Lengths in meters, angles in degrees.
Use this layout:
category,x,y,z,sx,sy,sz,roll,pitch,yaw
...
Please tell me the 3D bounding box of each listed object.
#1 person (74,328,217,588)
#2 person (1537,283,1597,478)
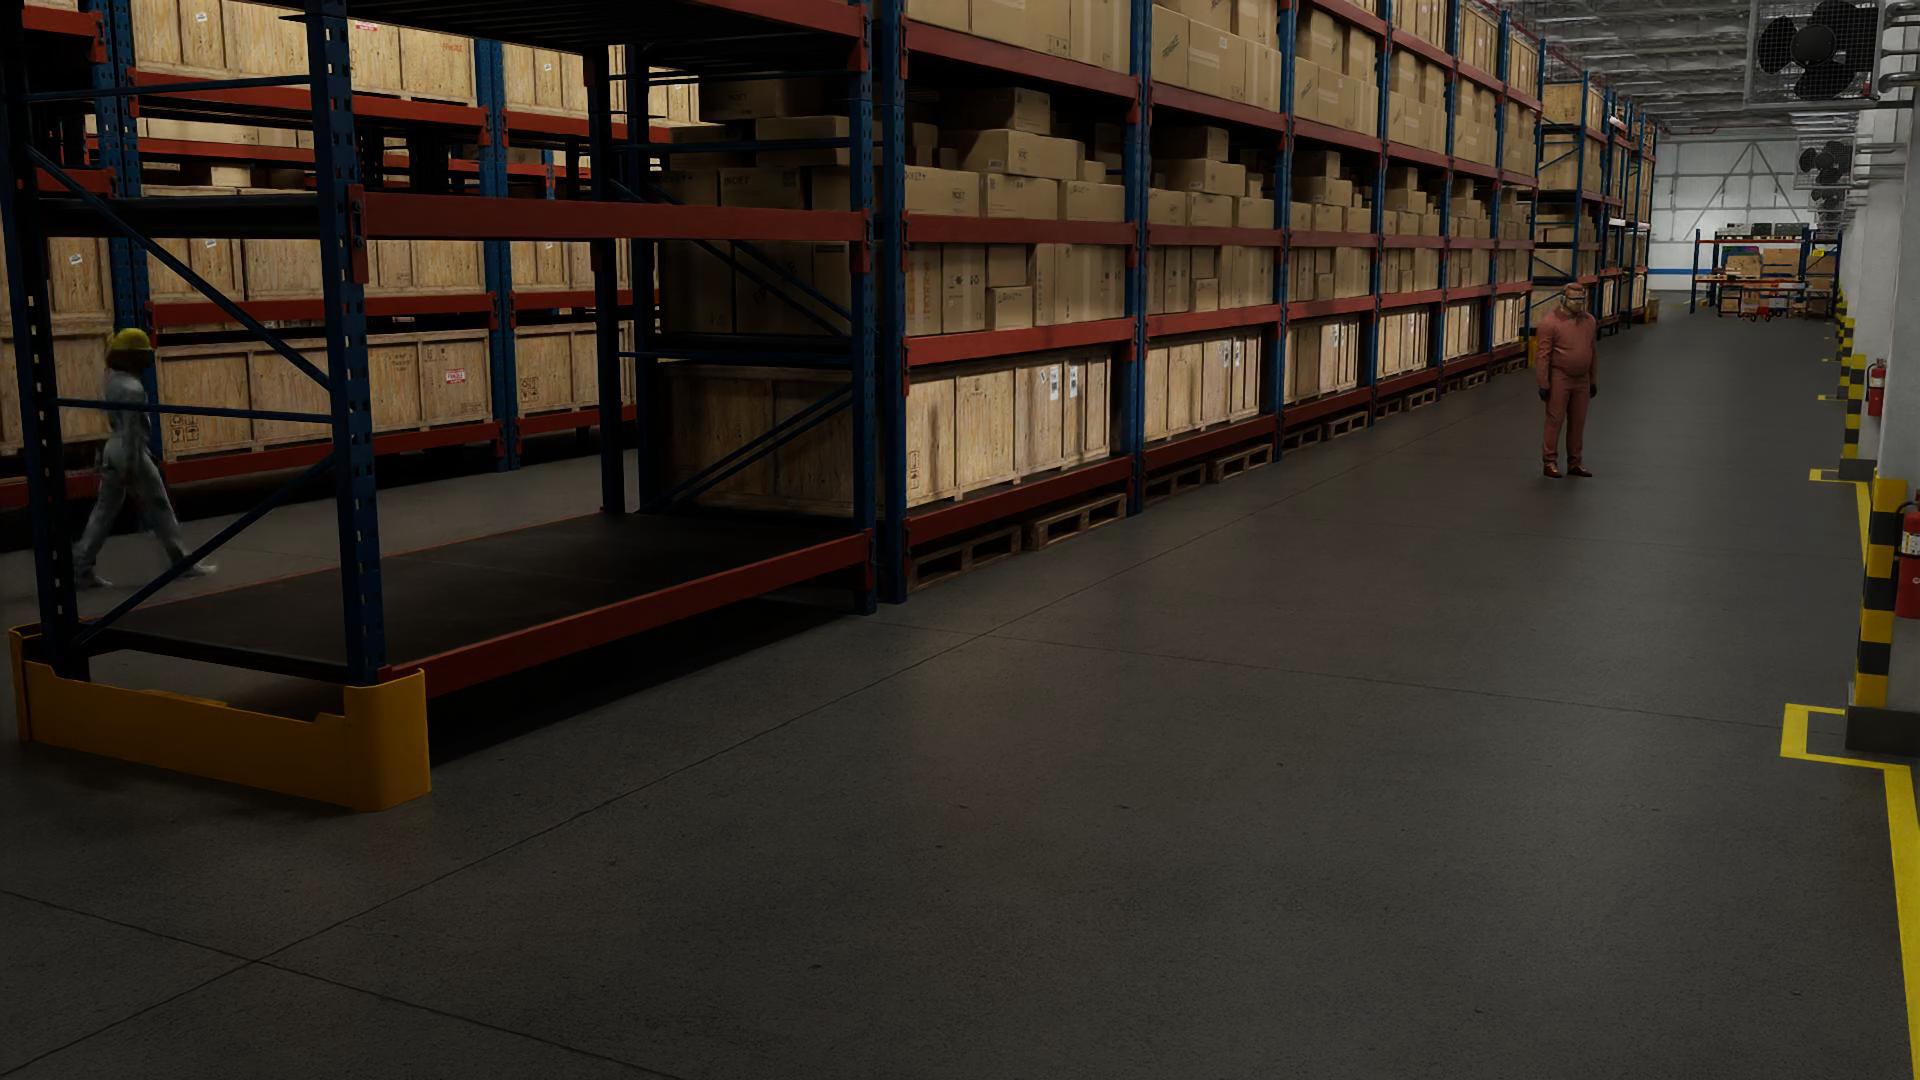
category,x,y,z,sx,sy,sz,roll,pitch,yaw
person,-5.430,-0.533,10.860,0.487,1.696,0.874,9,13,41
person,5.905,-1.544,16.152,0.656,1.894,0.401,-3,10,-18
